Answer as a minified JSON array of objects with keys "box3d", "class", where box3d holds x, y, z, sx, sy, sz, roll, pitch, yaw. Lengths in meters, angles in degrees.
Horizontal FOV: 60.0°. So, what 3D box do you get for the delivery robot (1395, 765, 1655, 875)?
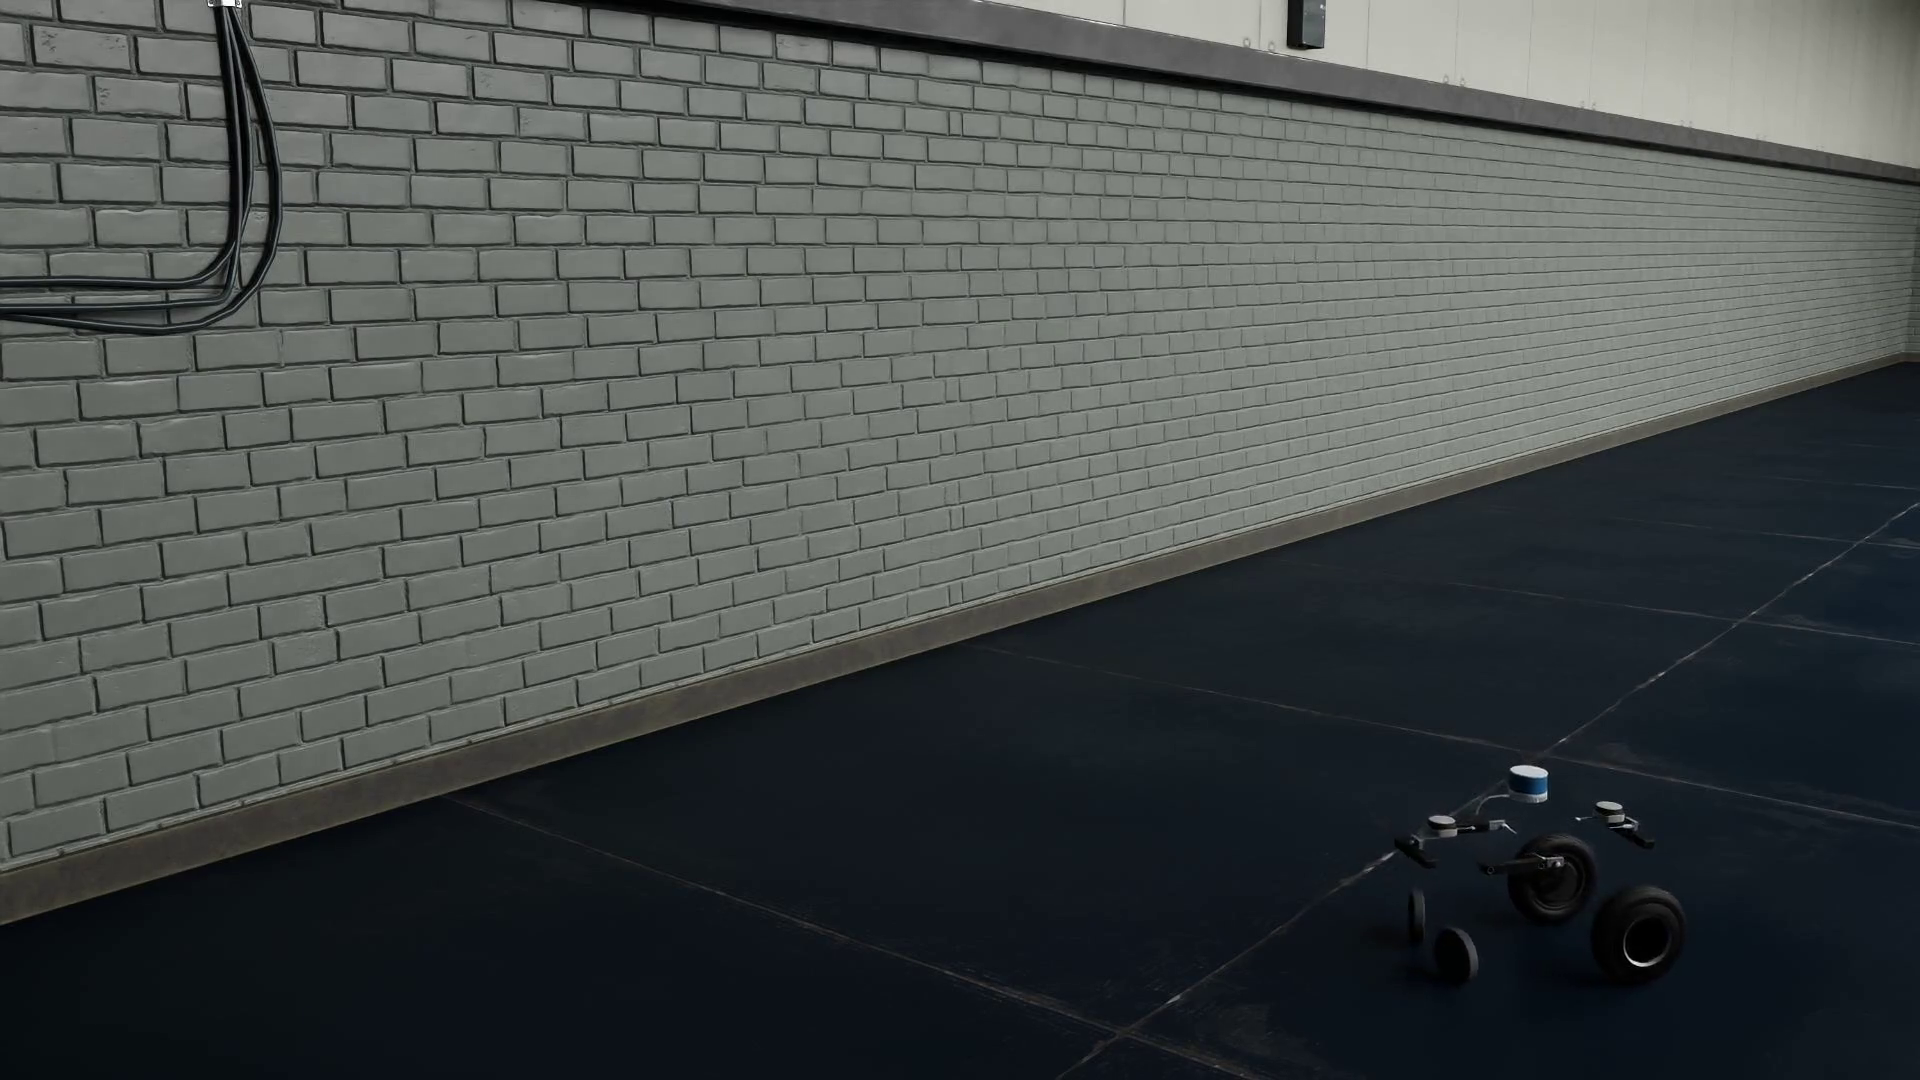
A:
[{"box3d":[1.575,0.748,4.622,0.698,0.223,0.335,-2,11,-13],"class":"delivery robot"}]
